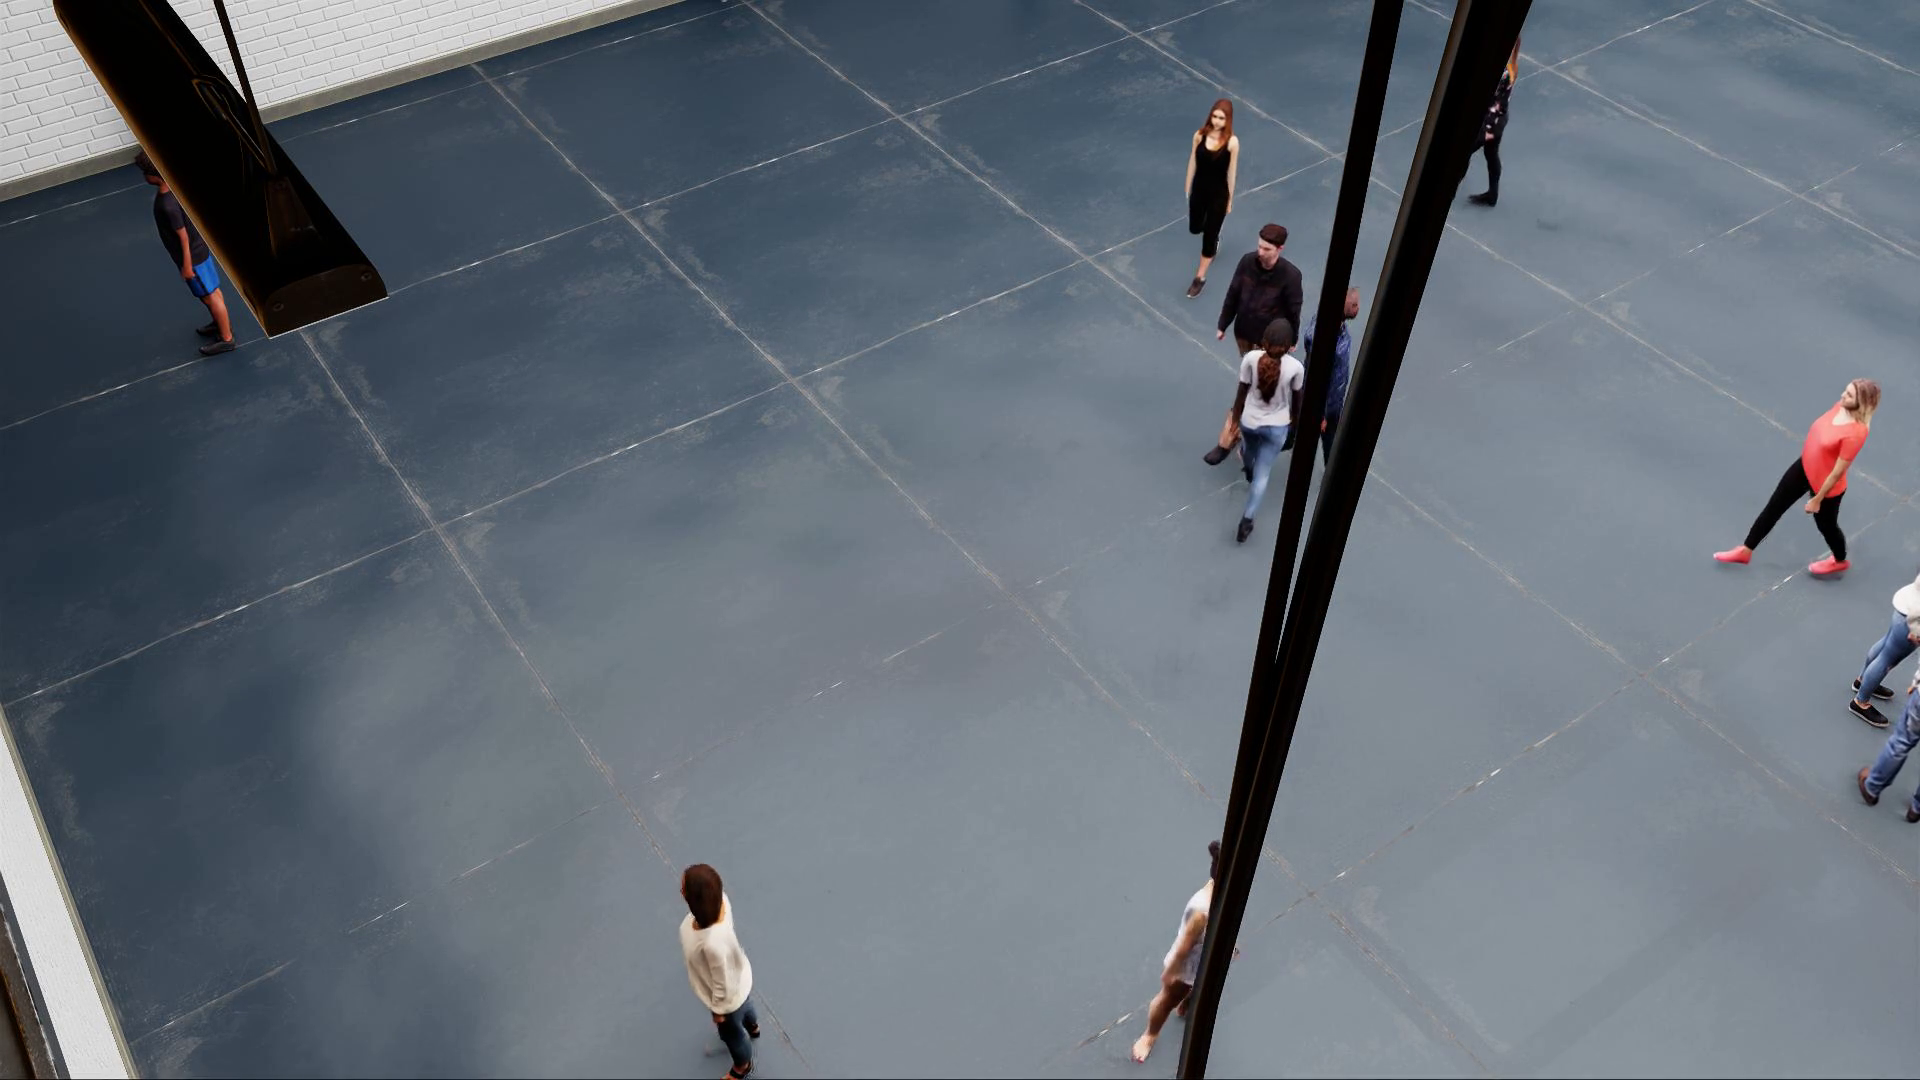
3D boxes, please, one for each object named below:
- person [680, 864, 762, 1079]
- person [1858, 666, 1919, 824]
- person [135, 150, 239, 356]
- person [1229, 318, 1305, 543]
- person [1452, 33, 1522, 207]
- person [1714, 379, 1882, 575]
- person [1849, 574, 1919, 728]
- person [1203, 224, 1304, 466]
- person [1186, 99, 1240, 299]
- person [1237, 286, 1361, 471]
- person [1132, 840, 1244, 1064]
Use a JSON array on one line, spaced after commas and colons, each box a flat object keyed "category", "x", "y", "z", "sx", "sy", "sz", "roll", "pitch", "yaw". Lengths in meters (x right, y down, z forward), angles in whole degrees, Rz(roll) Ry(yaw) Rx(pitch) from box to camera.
[{"category": "person", "x": -1.199, "y": 2.224, "z": 8.421, "sx": 0.668, "sy": 1.673, "sz": 0.705, "roll": -16, "pitch": 46, "yaw": -16}, {"category": "person", "x": 5.771, "y": 0.922, "z": 9.663, "sx": 0.721, "sy": 1.846, "sz": 0.694, "roll": 22, "pitch": 48, "yaw": 22}, {"category": "person", "x": -6.045, "y": -2.278, "z": 13.056, "sx": 0.657, "sy": 1.799, "sz": 0.656, "roll": -15, "pitch": 46, "yaw": -15}, {"category": "person", "x": 2.094, "y": -0.730, "z": 11.522, "sx": 0.993, "sy": 1.675, "sz": 1.184, "roll": 14, "pitch": 45, "yaw": 15}, {"category": "person", "x": 4.752, "y": -3.665, "z": 14.612, "sx": 0.880, "sy": 1.661, "sz": 0.883, "roll": 19, "pitch": 47, "yaw": 19}, {"category": "person", "x": 5.862, "y": -0.369, "z": 11.159, "sx": 1.197, "sy": 1.652, "sz": 1.048, "roll": 2, "pitch": 44, "yaw": 2}, {"category": "person", "x": 5.924, "y": 0.442, "z": 10.277, "sx": 0.747, "sy": 1.694, "sz": 0.613, "roll": 25, "pitch": 49, "yaw": 24}, {"category": "person", "x": 2.240, "y": -1.510, "z": 12.197, "sx": 0.895, "sy": 1.872, "sz": 1.304, "roll": 33, "pitch": 53, "yaw": 30}, {"category": "person", "x": 2.104, "y": -2.880, "z": 13.754, "sx": 0.835, "sy": 1.708, "sz": 1.066, "roll": 22, "pitch": 48, "yaw": 21}, {"category": "person", "x": 2.447, "y": -1.030, "z": 11.763, "sx": 1.108, "sy": 1.777, "sz": 1.210, "roll": 19, "pitch": 47, "yaw": 19}, {"category": "person", "x": 1.190, "y": 2.107, "z": 8.584, "sx": 0.537, "sy": 1.620, "sz": 0.849, "roll": -26, "pitch": 50, "yaw": -25}]
